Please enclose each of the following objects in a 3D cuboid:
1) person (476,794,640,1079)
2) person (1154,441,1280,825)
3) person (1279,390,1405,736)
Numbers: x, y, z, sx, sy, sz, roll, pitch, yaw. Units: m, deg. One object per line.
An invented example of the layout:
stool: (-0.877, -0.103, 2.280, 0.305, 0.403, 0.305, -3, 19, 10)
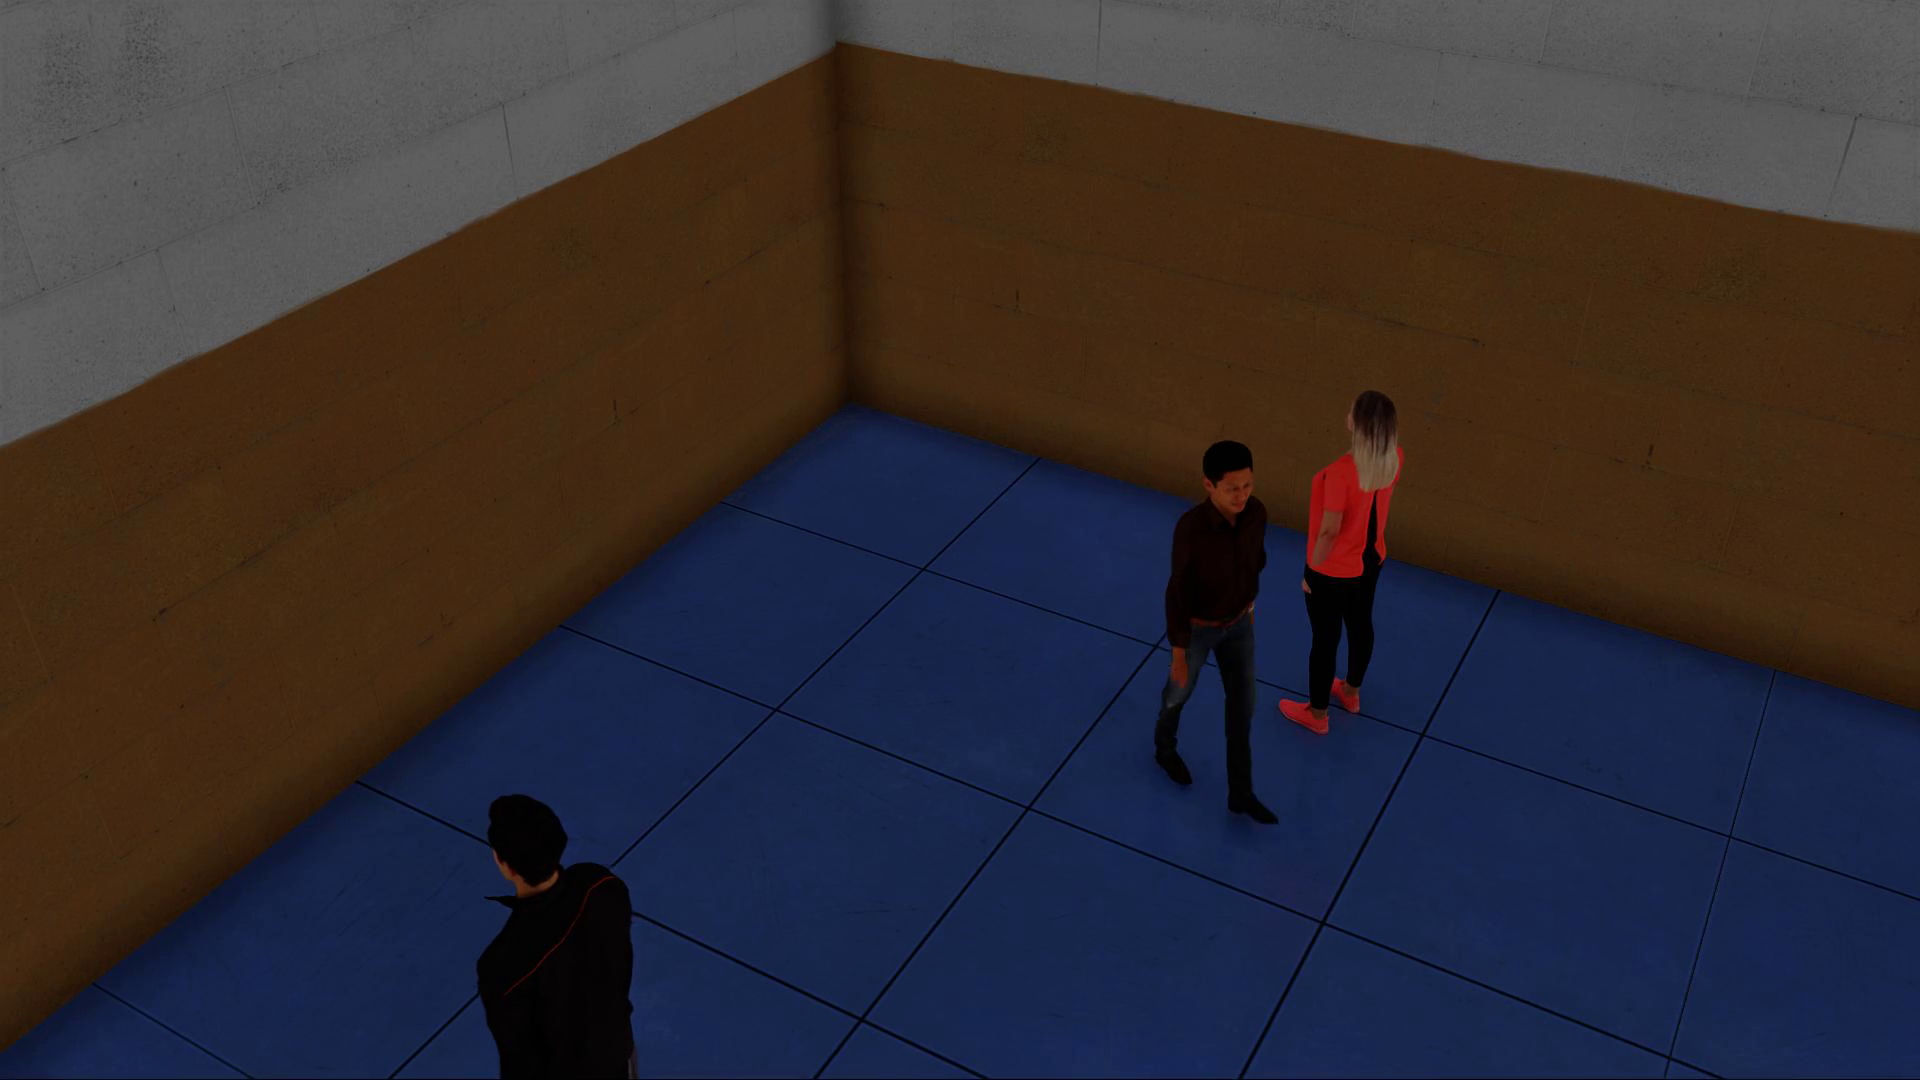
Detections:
person: (-1.137, 1.520, 4.915, 0.769, 1.944, 0.536, 16, 37, 22)
person: (0.977, 0.316, 6.897, 1.017, 1.754, 1.020, -17, 37, -24)
person: (1.699, 0.100, 7.275, 0.592, 1.694, 0.723, -23, 40, -30)
